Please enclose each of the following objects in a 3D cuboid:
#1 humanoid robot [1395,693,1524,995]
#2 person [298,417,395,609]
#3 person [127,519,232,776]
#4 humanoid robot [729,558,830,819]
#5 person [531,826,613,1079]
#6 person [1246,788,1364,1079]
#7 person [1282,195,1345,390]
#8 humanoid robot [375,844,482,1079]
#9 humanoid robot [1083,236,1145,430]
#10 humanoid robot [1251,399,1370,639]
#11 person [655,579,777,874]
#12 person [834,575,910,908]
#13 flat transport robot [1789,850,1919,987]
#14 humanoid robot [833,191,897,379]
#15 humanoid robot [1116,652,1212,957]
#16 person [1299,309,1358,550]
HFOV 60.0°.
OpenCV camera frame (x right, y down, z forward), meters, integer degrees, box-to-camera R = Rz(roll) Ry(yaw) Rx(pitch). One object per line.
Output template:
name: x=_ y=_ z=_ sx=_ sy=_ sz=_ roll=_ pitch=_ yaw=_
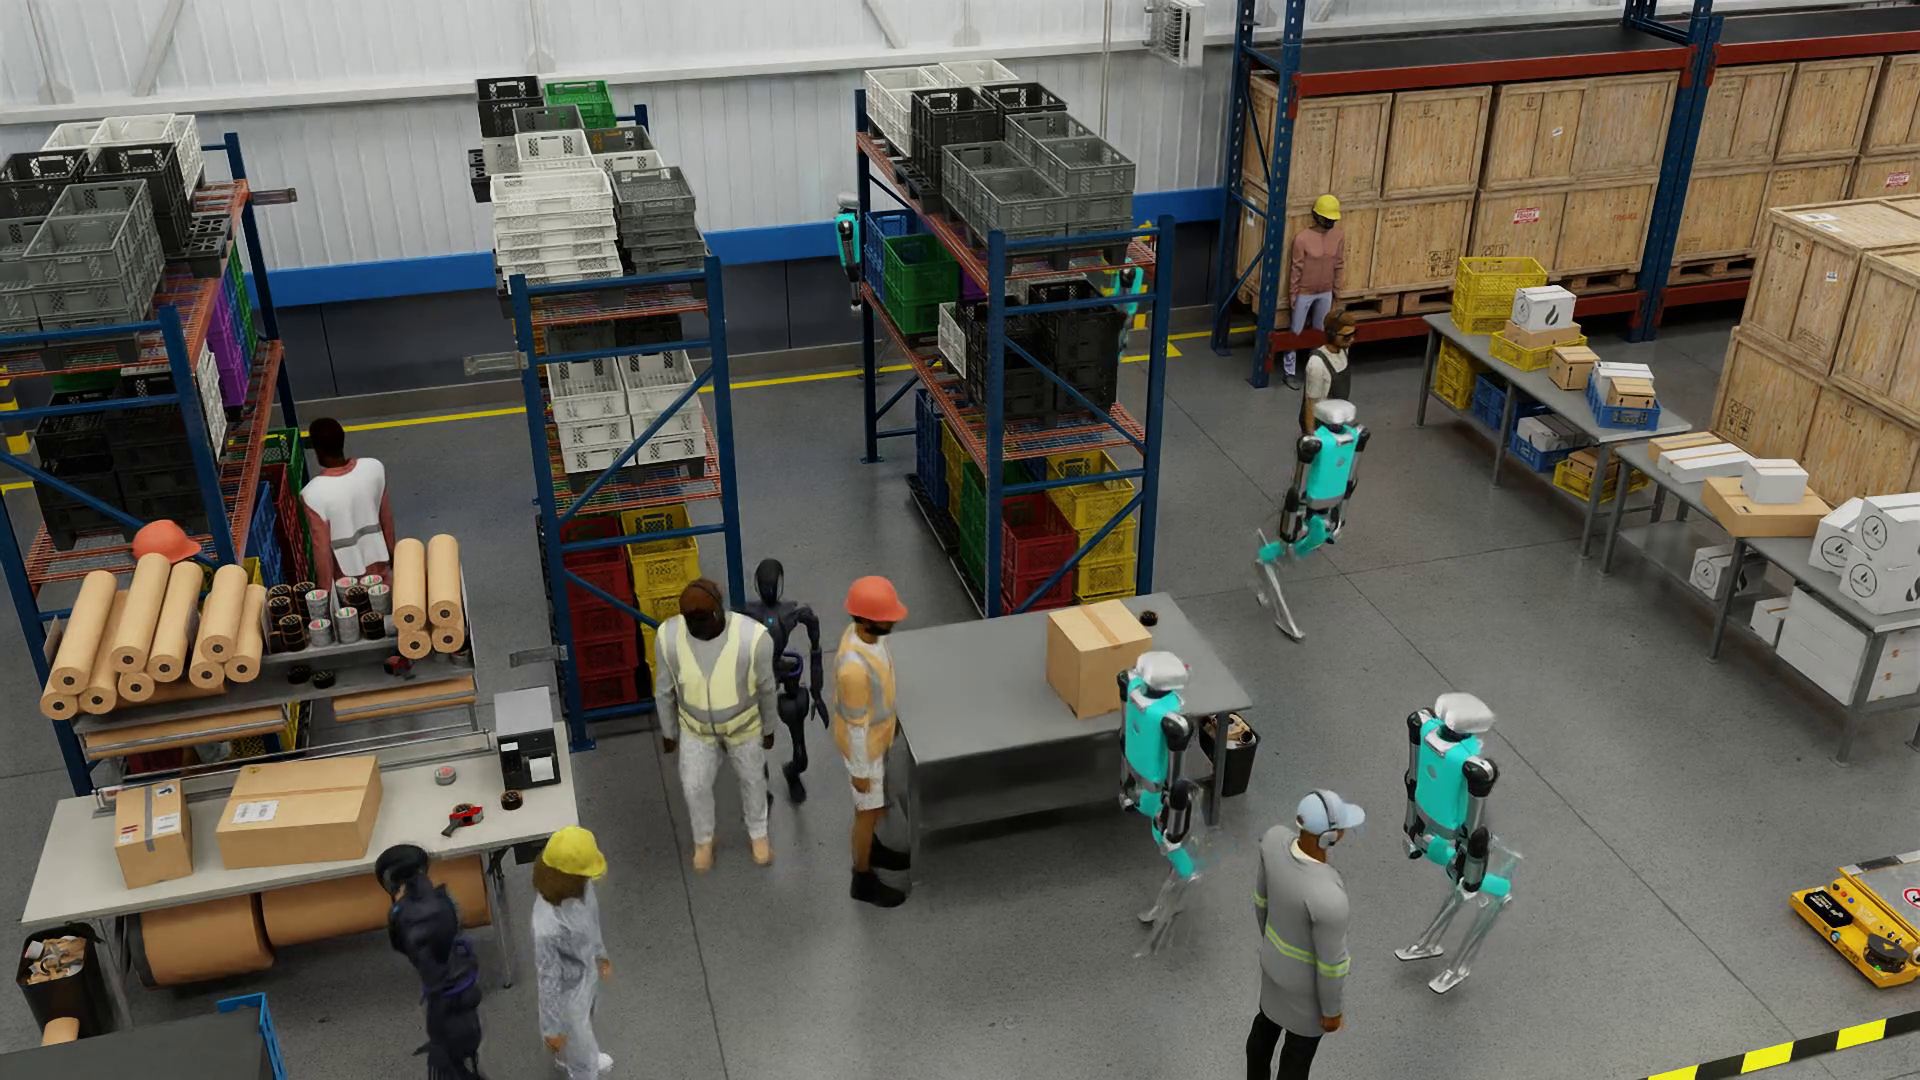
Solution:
humanoid robot: x=2.457 y=1.408 z=7.936 sx=0.735 sy=1.677 sz=0.533 roll=-12 pitch=31 yaw=-21
person: x=-3.685 y=0.143 z=10.192 sx=0.371 sy=1.915 sz=0.595 roll=16 pitch=33 yaw=27
person: x=-4.059 y=0.807 z=8.854 sx=0.613 sy=2.040 sz=0.387 roll=25 pitch=37 yaw=38
humanoid robot: x=-1.029 y=0.819 z=9.197 sx=0.602 sy=1.644 sz=0.410 roll=-2 pitch=29 yaw=-4
person: x=-1.689 y=1.922 z=7.191 sx=0.494 sy=1.694 sz=0.721 roll=2 pitch=29 yaw=4
person: x=1.481 y=1.838 z=7.173 sx=0.380 sy=1.852 sz=0.587 roll=-11 pitch=31 yaw=-19
person: x=3.113 y=-2.170 z=14.565 sx=0.522 sy=1.761 sz=0.336 roll=-10 pitch=30 yaw=-17
humanoid robot: x=-2.125 y=1.971 z=7.161 sx=0.532 sy=1.648 sz=0.587 roll=-4 pitch=29 yaw=-7
humanoid robot: x=1.175 y=-1.674 z=13.687 sx=0.943 sy=1.761 sz=0.544 roll=7 pitch=29 yaw=12
humanoid robot: x=2.189 y=-0.144 z=10.993 sx=0.552 sy=1.872 sz=0.829 roll=-15 pitch=32 yaw=-26
person: x=-1.271 y=0.977 z=8.782 sx=0.631 sy=1.820 sz=0.446 roll=2 pitch=29 yaw=3
person: x=-0.455 y=1.018 z=8.582 sx=0.365 sy=1.934 sz=0.548 roll=3 pitch=29 yaw=5
flat transport robot: x=5.163 y=1.916 z=8.676 sx=1.431 sy=0.231 sz=0.659 roll=-8 pitch=30 yaw=-14
humanoid robot: x=-0.722 y=-2.232 z=14.555 sx=0.735 sy=1.681 sz=0.533 roll=-1 pitch=29 yaw=-1
humanoid robot: x=1.109 y=1.296 z=8.289 sx=0.747 sy=1.797 sz=0.559 roll=-14 pitch=32 yaw=-23
person: x=2.622 y=-0.806 z=12.008 sx=0.338 sy=1.836 sz=0.500 roll=19 pitch=34 yaw=31
